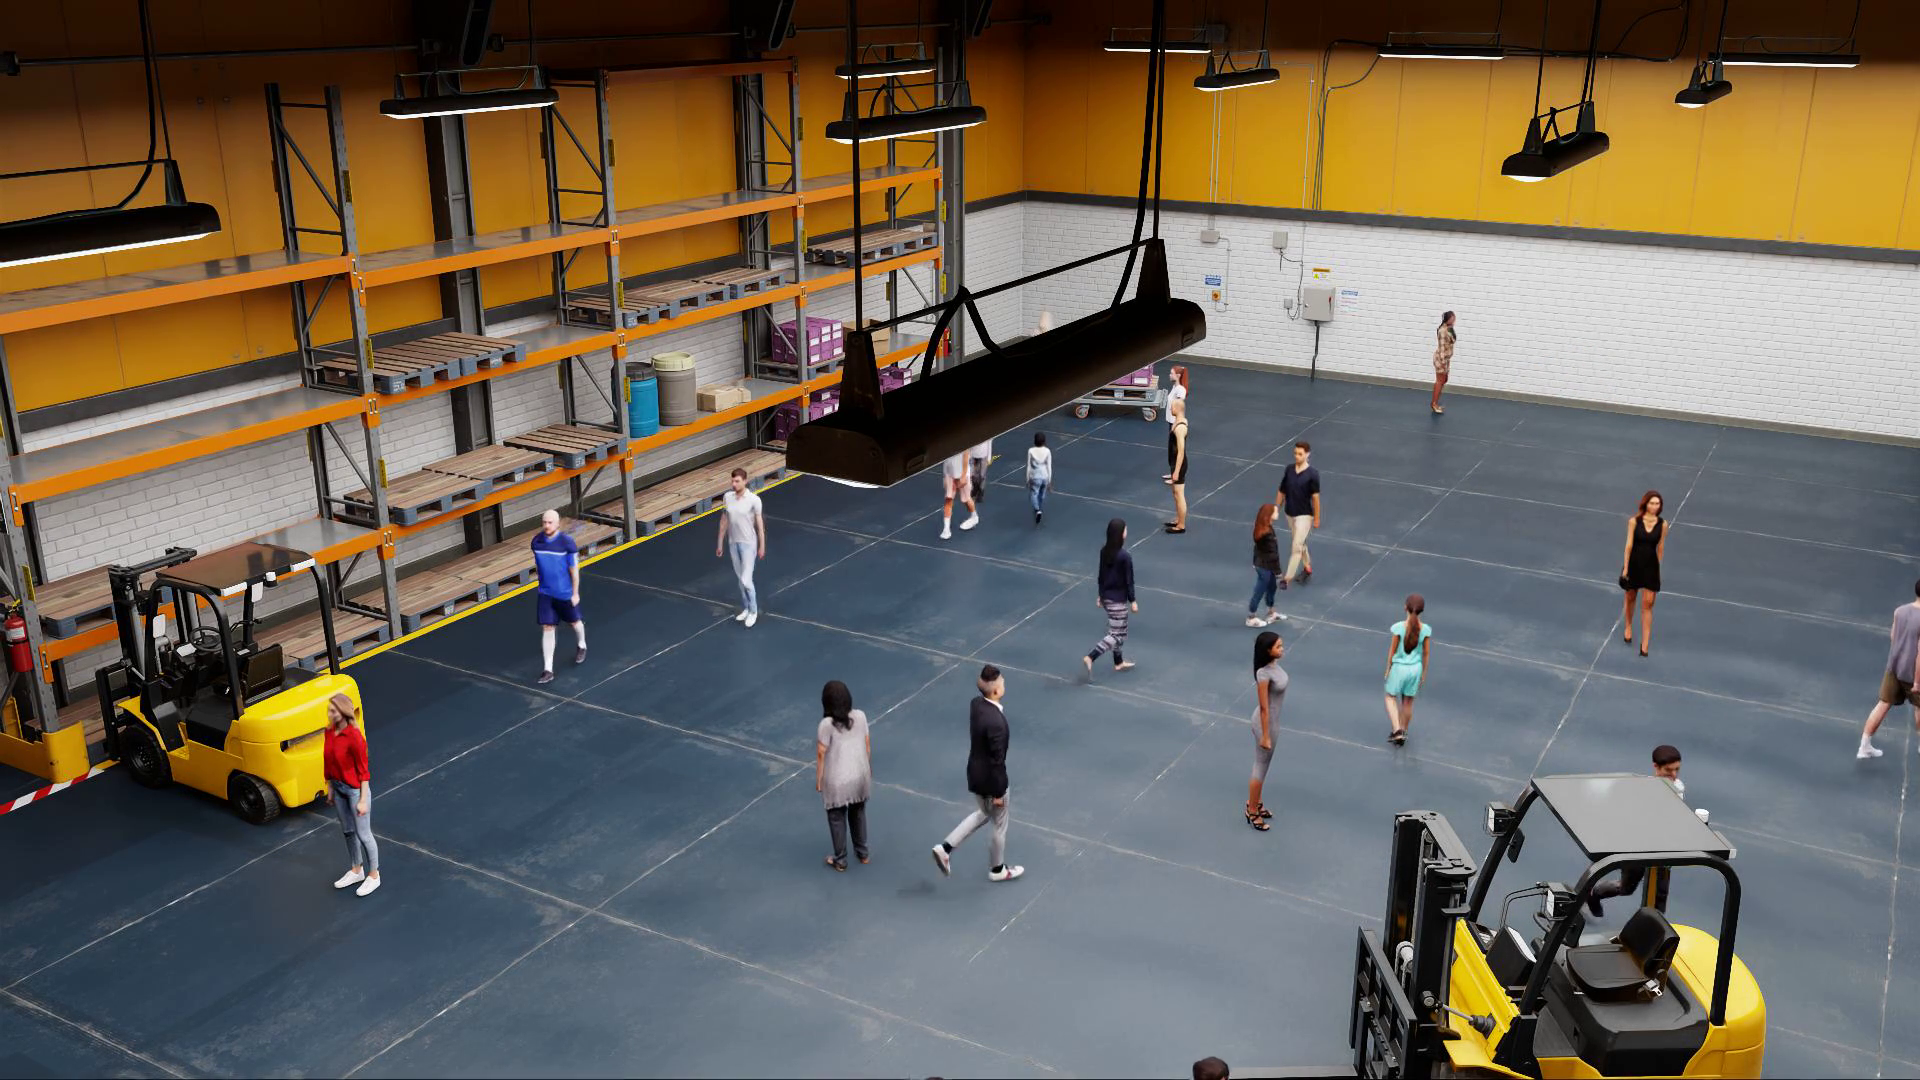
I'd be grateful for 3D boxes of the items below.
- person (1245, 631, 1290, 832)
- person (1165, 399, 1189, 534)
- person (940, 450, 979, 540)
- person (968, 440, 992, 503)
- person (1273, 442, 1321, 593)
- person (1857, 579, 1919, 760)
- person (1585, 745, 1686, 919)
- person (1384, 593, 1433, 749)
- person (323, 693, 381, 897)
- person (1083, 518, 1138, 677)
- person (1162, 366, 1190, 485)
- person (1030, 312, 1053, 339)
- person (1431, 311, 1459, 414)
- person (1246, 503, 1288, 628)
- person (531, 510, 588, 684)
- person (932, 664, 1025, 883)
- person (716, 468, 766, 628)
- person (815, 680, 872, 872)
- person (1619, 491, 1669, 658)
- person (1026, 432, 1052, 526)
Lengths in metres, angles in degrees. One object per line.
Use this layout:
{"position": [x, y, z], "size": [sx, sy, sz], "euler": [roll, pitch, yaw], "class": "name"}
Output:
{"position": [2.625, 1.625, 14.342], "size": [0.687, 1.782, 0.521], "euler": [6, 19, 17], "class": "person"}
{"position": [2.901, -0.987, 22.047], "size": [0.772, 1.814, 0.600], "euler": [2, 19, 5], "class": "person"}
{"position": [0.003, -0.906, 21.915], "size": [0.635, 1.746, 1.056], "euler": [14, 23, 35], "class": "person"}
{"position": [0.280, -1.198, 23.519], "size": [0.581, 1.274, 0.660], "euler": [5, 19, 14], "class": "person"}
{"position": [4.129, -0.303, 20.028], "size": [1.222, 1.807, 0.882], "euler": [-16, 24, -39], "class": "person"}
{"position": [8.640, 1.218, 15.298], "size": [1.223, 1.795, 1.128], "euler": [-6, 19, -16], "class": "person"}
{"position": [5.123, 2.275, 12.560], "size": [1.099, 1.688, 1.115], "euler": [-8, 20, -22], "class": "person"}
{"position": [4.240, 1.265, 15.769], "size": [0.690, 1.553, 0.752], "euler": [1, 19, 2], "class": "person"}
{"position": [-4.873, 2.016, 13.302], "size": [0.609, 1.705, 0.488], "euler": [10, 21, 28], "class": "person"}
{"position": [1.565, 0.630, 17.405], "size": [1.039, 1.713, 0.882], "euler": [-11, 22, -29], "class": "person"}
{"position": [3.173, -1.689, 24.250], "size": [0.710, 1.739, 0.610], "euler": [0, 19, 1], "class": "person"}
{"position": [1.400, -2.974, 28.143], "size": [0.881, 1.689, 1.170], "euler": [2, 19, 6], "class": "person"}
{"position": [8.164, -3.018, 28.151], "size": [0.792, 1.768, 0.543], "euler": [7, 20, 21], "class": "person"}
{"position": [3.378, 0.293, 18.793], "size": [0.817, 1.465, 0.783], "euler": [0, 19, -1], "class": "person"}
{"position": [-4.195, 0.541, 17.543], "size": [0.970, 1.794, 1.286], "euler": [3, 19, 8], "class": "person"}
{"position": [0.143, 1.883, 13.332], "size": [1.148, 1.938, 1.056], "euler": [-7, 20, -19], "class": "person"}
{"position": [-2.427, 0.038, 18.972], "size": [0.662, 1.835, 0.639], "euler": [11, 21, 29], "class": "person"}
{"position": [-0.947, 1.934, 13.718], "size": [0.744, 1.595, 0.827], "euler": [-13, 23, -34], "class": "person"}
{"position": [7.407, 0.327, 18.164], "size": [0.768, 1.802, 1.127], "euler": [5, 19, 14], "class": "person"}
{"position": [1.057, -0.831, 22.477], "size": [0.749, 1.244, 0.860], "euler": [-2, 19, -5], "class": "person"}
